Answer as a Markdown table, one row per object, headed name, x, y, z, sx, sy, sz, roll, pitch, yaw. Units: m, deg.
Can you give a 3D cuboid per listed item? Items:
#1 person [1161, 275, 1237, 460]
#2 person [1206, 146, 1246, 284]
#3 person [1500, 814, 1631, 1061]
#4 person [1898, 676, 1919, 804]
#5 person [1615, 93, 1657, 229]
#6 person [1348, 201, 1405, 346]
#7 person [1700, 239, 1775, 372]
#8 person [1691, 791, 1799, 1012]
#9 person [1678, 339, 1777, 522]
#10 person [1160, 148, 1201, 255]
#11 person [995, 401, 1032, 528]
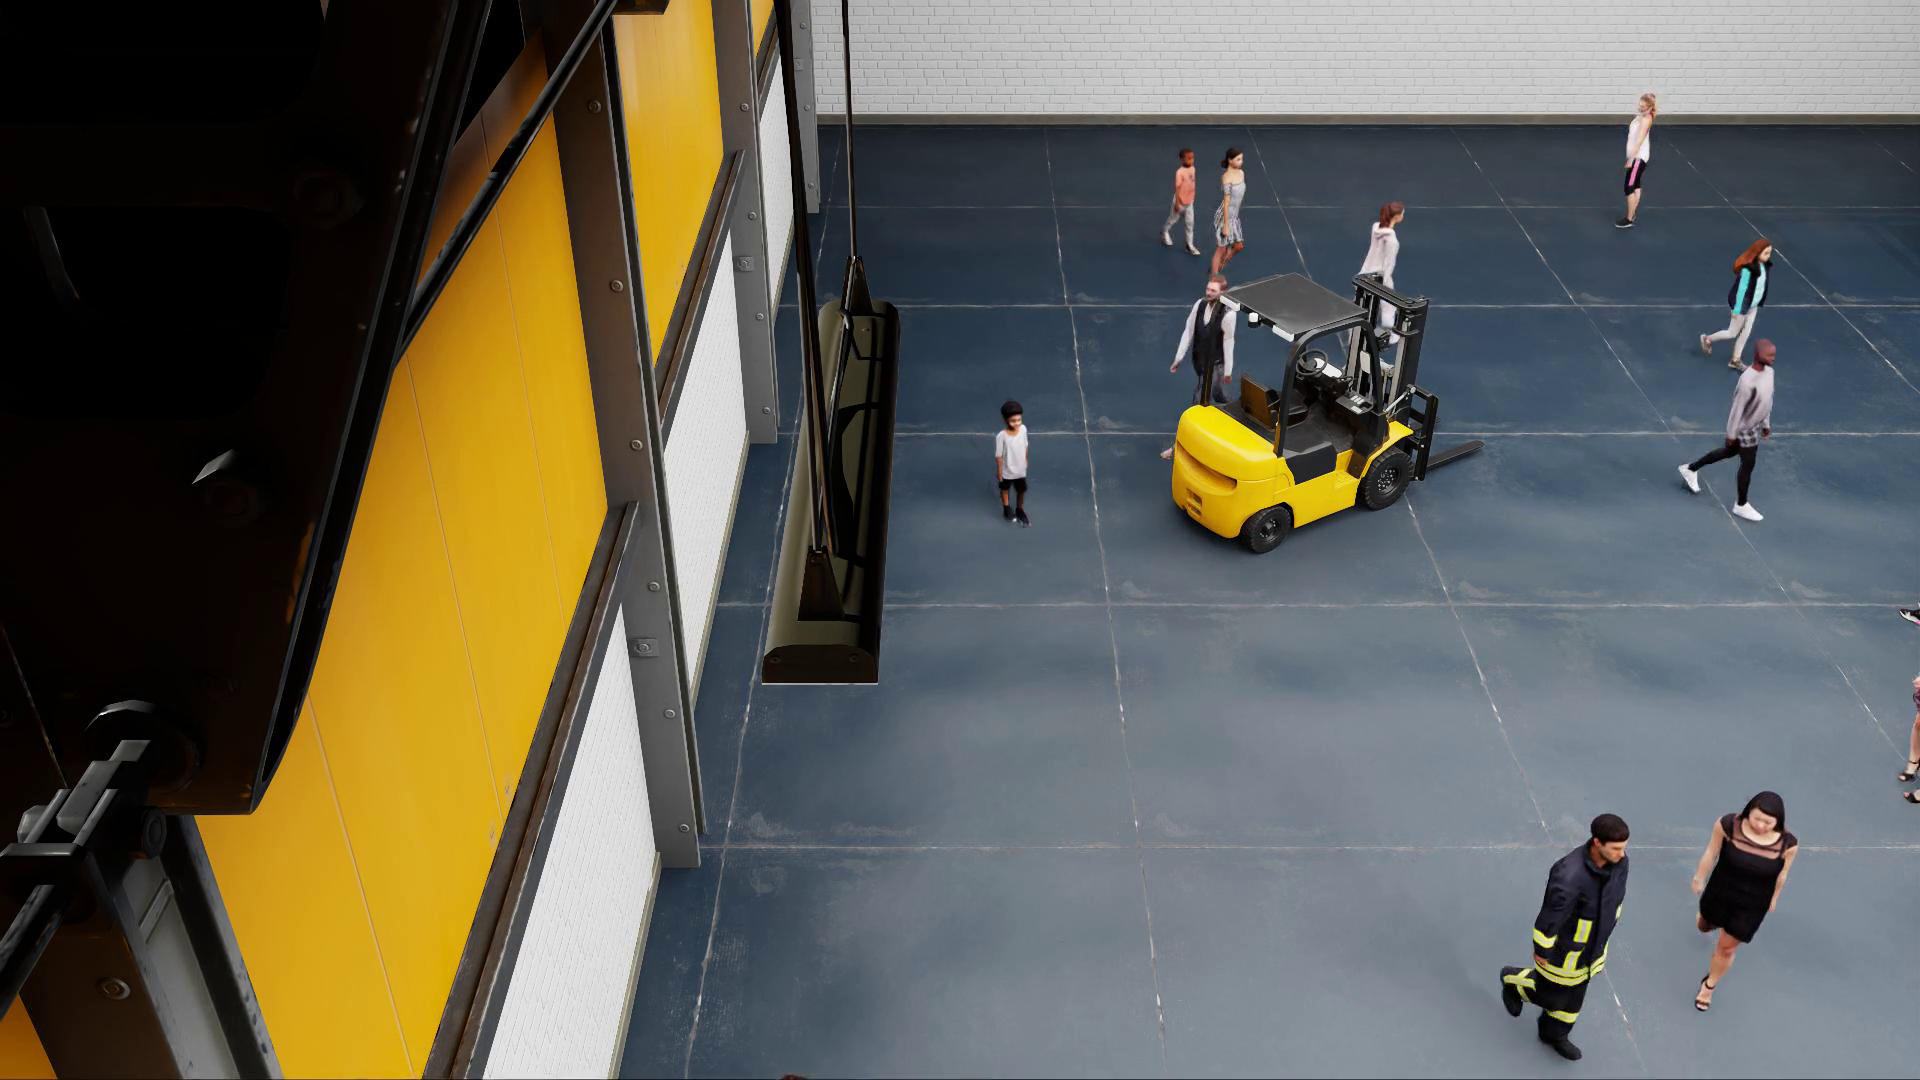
| name | x | y | z | sx | sy | sz | roll | pitch | yaw |
| --- | --- | --- | --- | --- | --- | --- | --- | --- | --- |
| person | 2.515 | -1.745 | 16.317 | 1.183 | 1.888 | 1.285 | -19 | 38 | -27 |
| person | 3.025 | -3.715 | 19.351 | 0.815 | 1.811 | 0.752 | 26 | 42 | 34 |
| person | 3.681 | 2.343 | 10.142 | 1.014 | 1.915 | 1.081 | -17 | 37 | -24 |
| person | 7.284 | 1.099 | 12.173 | 0.818 | 1.738 | 0.632 | -4 | 34 | -6 |
| person | 8.642 | -4.849 | 21.106 | 0.894 | 1.756 | 0.681 | 21 | 39 | 29 |
| person | 4.492 | -2.882 | 18.232 | 0.878 | 1.662 | 0.913 | -13 | 36 | -18 |
| person | 8.397 | -2.561 | 17.907 | 0.832 | 1.487 | 0.926 | -24 | 40 | -31 |
| person | 4.923 | 2.208 | 10.546 | 0.937 | 1.693 | 1.091 | 17 | 37 | 24 |
| person | 7.220 | -1.092 | 15.461 | 1.106 | 1.747 | 1.170 | -29 | 43 | -36 |
| person | 2.708 | -4.227 | 20.587 | 0.810 | 1.295 | 0.962 | -21 | 39 | -28 |
| person | 0.455 | -0.748 | 15.393 | 0.609 | 1.250 | 0.675 | -13 | 36 | -19 |
